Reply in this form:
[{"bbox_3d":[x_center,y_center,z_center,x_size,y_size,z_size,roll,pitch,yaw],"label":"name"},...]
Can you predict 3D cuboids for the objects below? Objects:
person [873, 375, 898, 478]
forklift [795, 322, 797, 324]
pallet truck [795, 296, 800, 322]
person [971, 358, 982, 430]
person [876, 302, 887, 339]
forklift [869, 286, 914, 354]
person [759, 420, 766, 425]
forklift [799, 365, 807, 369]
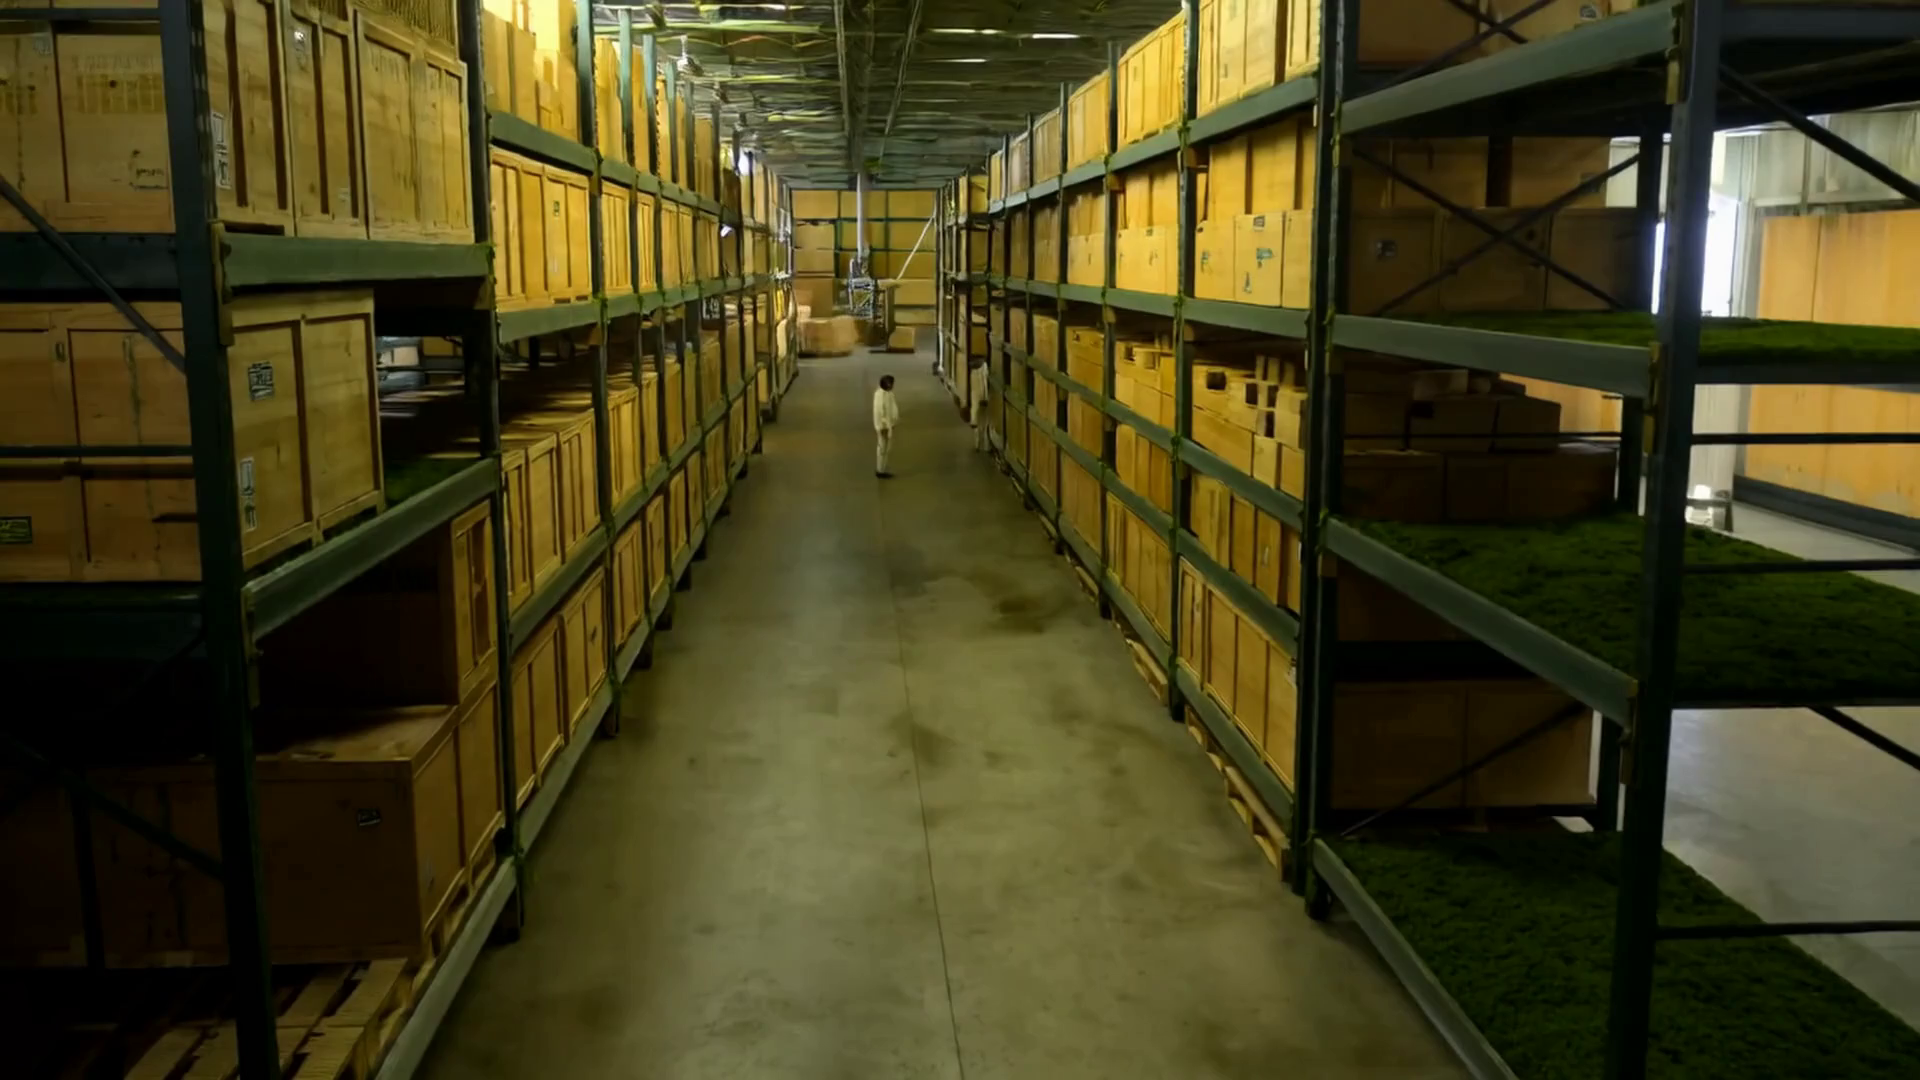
[{"bbox_3d":[-1.326,-2.034,29.754,0.429,1.836,0.631,-3,10,-17],"label":"person"},{"bbox_3d":[-8.144,-10.046,74.477,1.873,2.768,1.129,-5,11,-28],"label":"forklift"},{"bbox_3d":[-8.622,-12.439,91.403,1.885,1.965,0.823,2,10,13],"label":"pallet truck"},{"bbox_3d":[0.384,-3.359,38.242,0.286,1.636,0.497,0,10,-1],"label":"person"},{"bbox_3d":[-3.936,-10.896,82.532,0.736,1.884,0.451,-8,13,-41],"label":"person"},{"bbox_3d":[-2.860,-9.123,68.961,1.873,2.768,1.129,-1,10,-3],"label":"forklift"},{"bbox_3d":[-4.943,-3.559,38.692,0.920,1.877,0.617,-1,10,-5],"label":"person"},{"bbox_3d":[-6.511,-7.448,58.959,1.129,2.768,1.873,8,13,41],"label":"forklift"}]
